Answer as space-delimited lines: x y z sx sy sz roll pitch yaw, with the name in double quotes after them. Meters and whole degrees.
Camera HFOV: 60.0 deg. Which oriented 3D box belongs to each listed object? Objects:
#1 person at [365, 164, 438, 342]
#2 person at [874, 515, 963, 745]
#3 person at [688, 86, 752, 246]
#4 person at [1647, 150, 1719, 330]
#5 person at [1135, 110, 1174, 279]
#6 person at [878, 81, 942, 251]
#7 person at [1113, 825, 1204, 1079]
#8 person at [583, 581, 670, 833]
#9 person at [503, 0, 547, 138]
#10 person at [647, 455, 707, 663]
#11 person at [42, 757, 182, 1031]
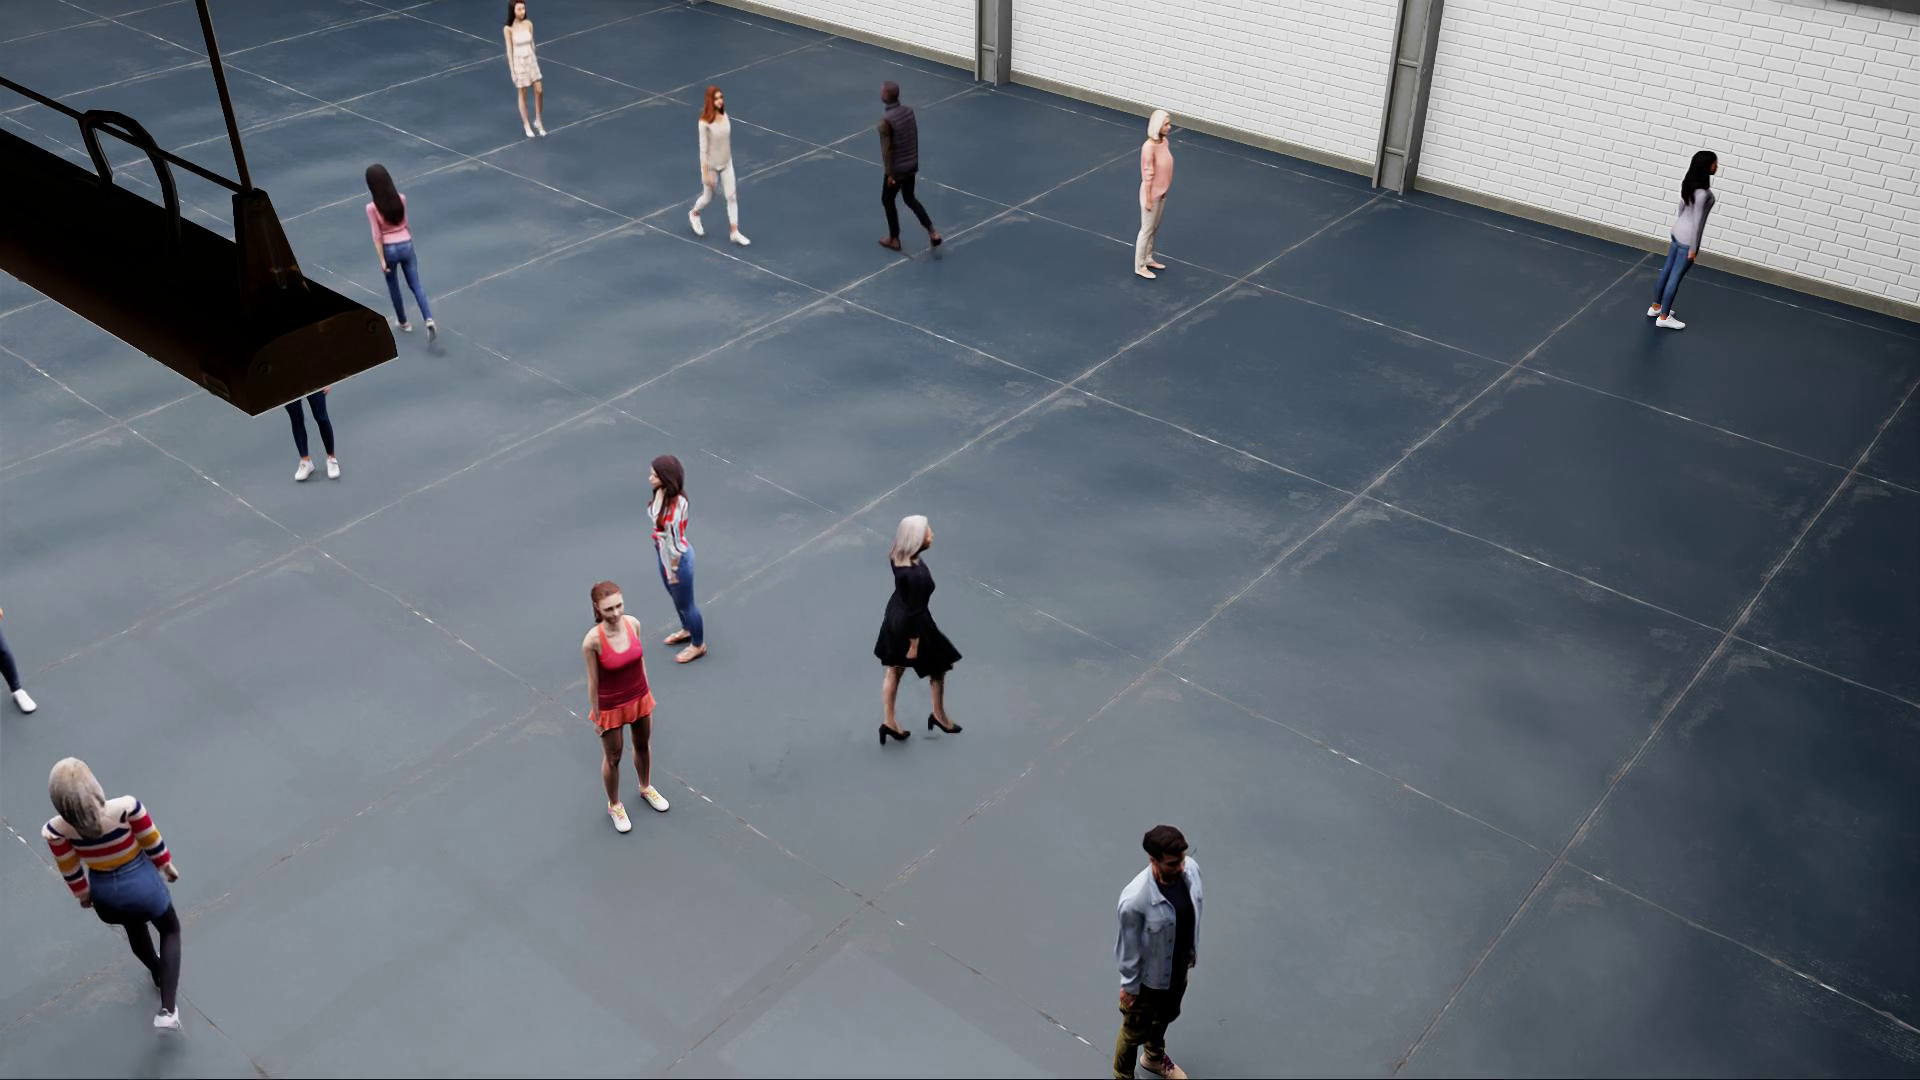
-5.248 -2.676 15.640 0.696 1.724 1.061 -24 40 -31 "person"
-0.404 0.607 10.697 0.845 1.727 0.834 -13 36 -19 "person"
-2.641 -3.983 17.637 1.046 1.690 0.604 25 41 32 "person"
6.951 -2.900 15.966 0.714 1.735 0.688 2 34 3 "person"
1.977 -3.543 16.942 0.590 1.725 0.646 16 37 23 "person"
-0.560 -3.834 17.311 1.000 1.802 0.744 24 41 32 "person"
0.982 2.127 8.334 0.707 1.812 0.610 -26 42 -34 "person"
-2.046 0.982 10.110 0.594 1.752 0.569 -26 42 -34 "person"
-5.374 -5.757 20.276 0.631 1.722 0.650 -26 42 -33 "person"
-1.962 0.112 11.547 0.716 1.610 0.582 -14 36 -21 "person"
-4.377 1.869 8.743 0.998 1.789 1.111 -8 35 -12 "person"
